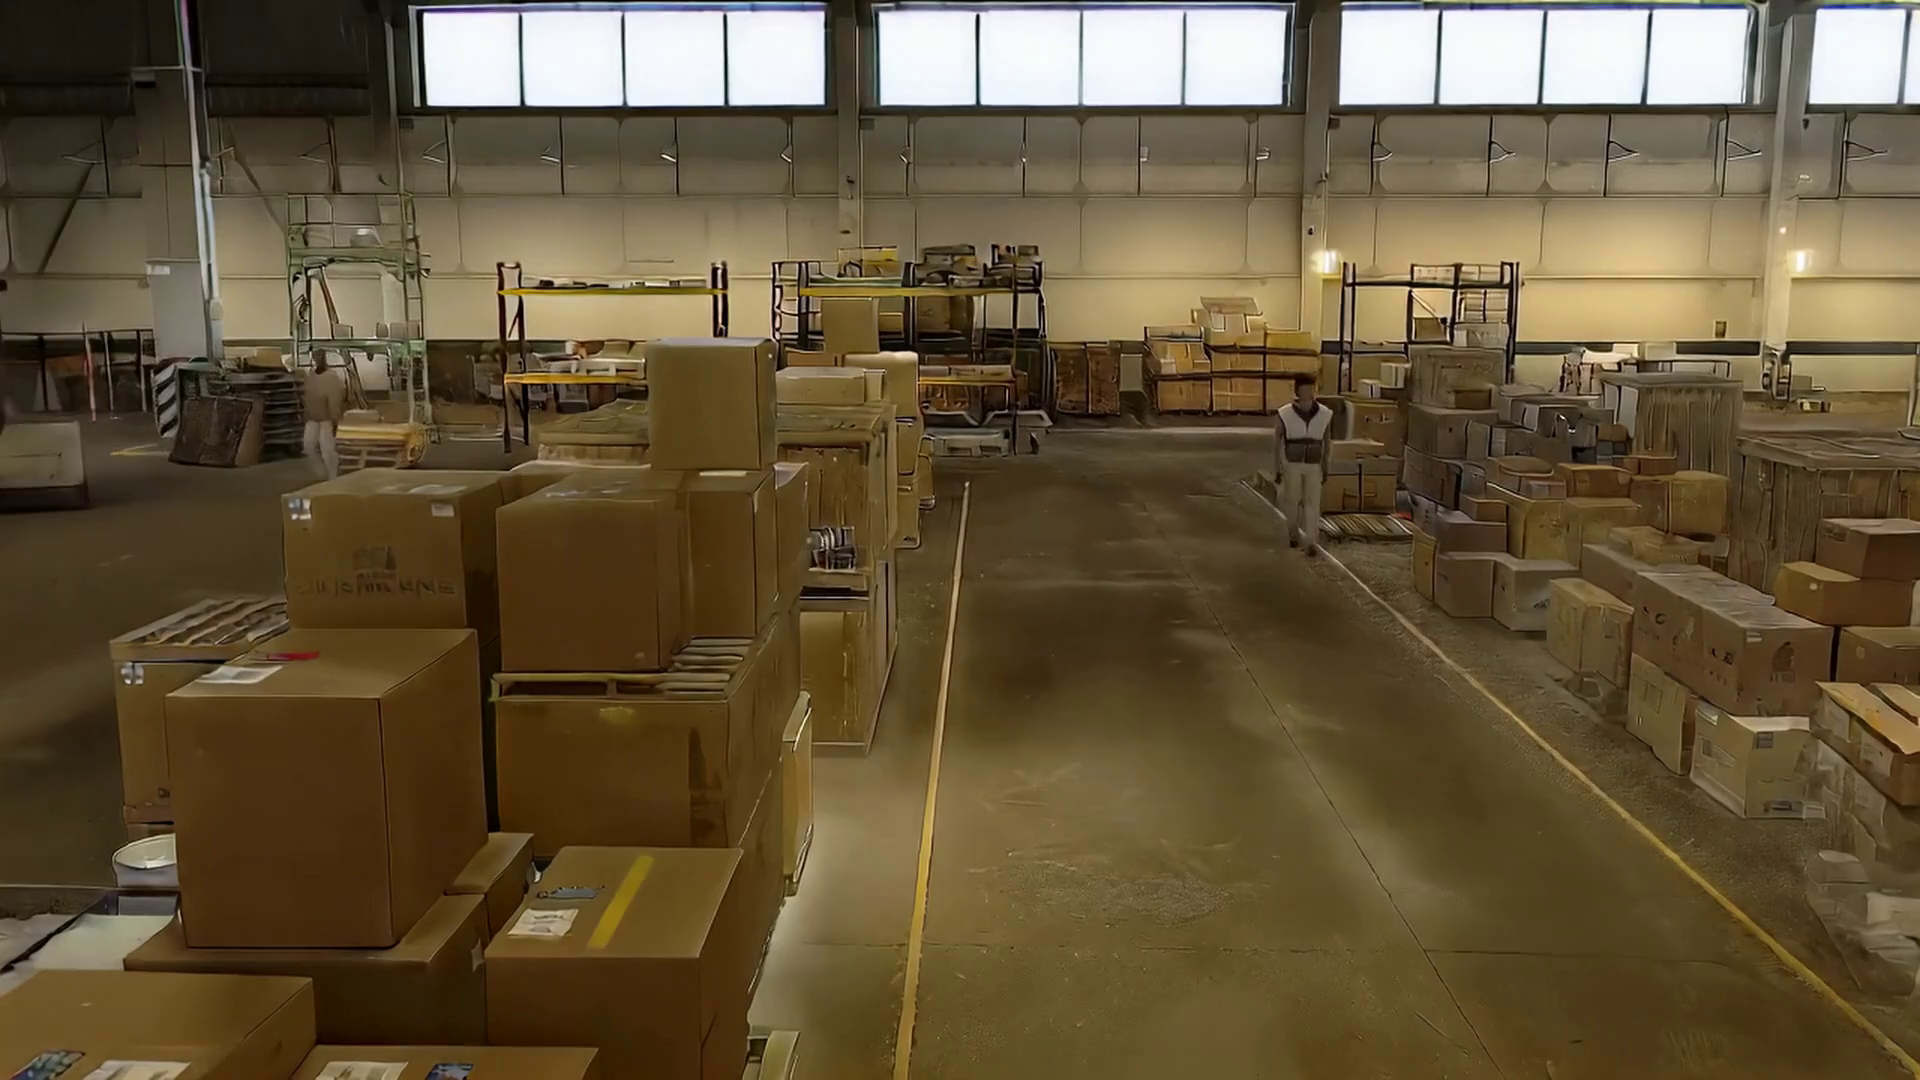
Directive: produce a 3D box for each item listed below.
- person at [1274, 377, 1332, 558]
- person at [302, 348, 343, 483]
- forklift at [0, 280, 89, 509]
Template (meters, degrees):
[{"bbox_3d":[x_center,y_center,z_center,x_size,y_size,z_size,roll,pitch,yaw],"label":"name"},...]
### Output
[{"bbox_3d":[3.543,-0.755,17.219,0.611,1.853,1.068,0,9,0],"label":"person"},{"bbox_3d":[-8.278,-1.518,21.581,0.658,1.924,0.443,5,11,26],"label":"person"},{"bbox_3d":[-11.798,-1.774,20.261,1.873,2.768,1.129,-4,10,-25],"label":"forklift"}]
